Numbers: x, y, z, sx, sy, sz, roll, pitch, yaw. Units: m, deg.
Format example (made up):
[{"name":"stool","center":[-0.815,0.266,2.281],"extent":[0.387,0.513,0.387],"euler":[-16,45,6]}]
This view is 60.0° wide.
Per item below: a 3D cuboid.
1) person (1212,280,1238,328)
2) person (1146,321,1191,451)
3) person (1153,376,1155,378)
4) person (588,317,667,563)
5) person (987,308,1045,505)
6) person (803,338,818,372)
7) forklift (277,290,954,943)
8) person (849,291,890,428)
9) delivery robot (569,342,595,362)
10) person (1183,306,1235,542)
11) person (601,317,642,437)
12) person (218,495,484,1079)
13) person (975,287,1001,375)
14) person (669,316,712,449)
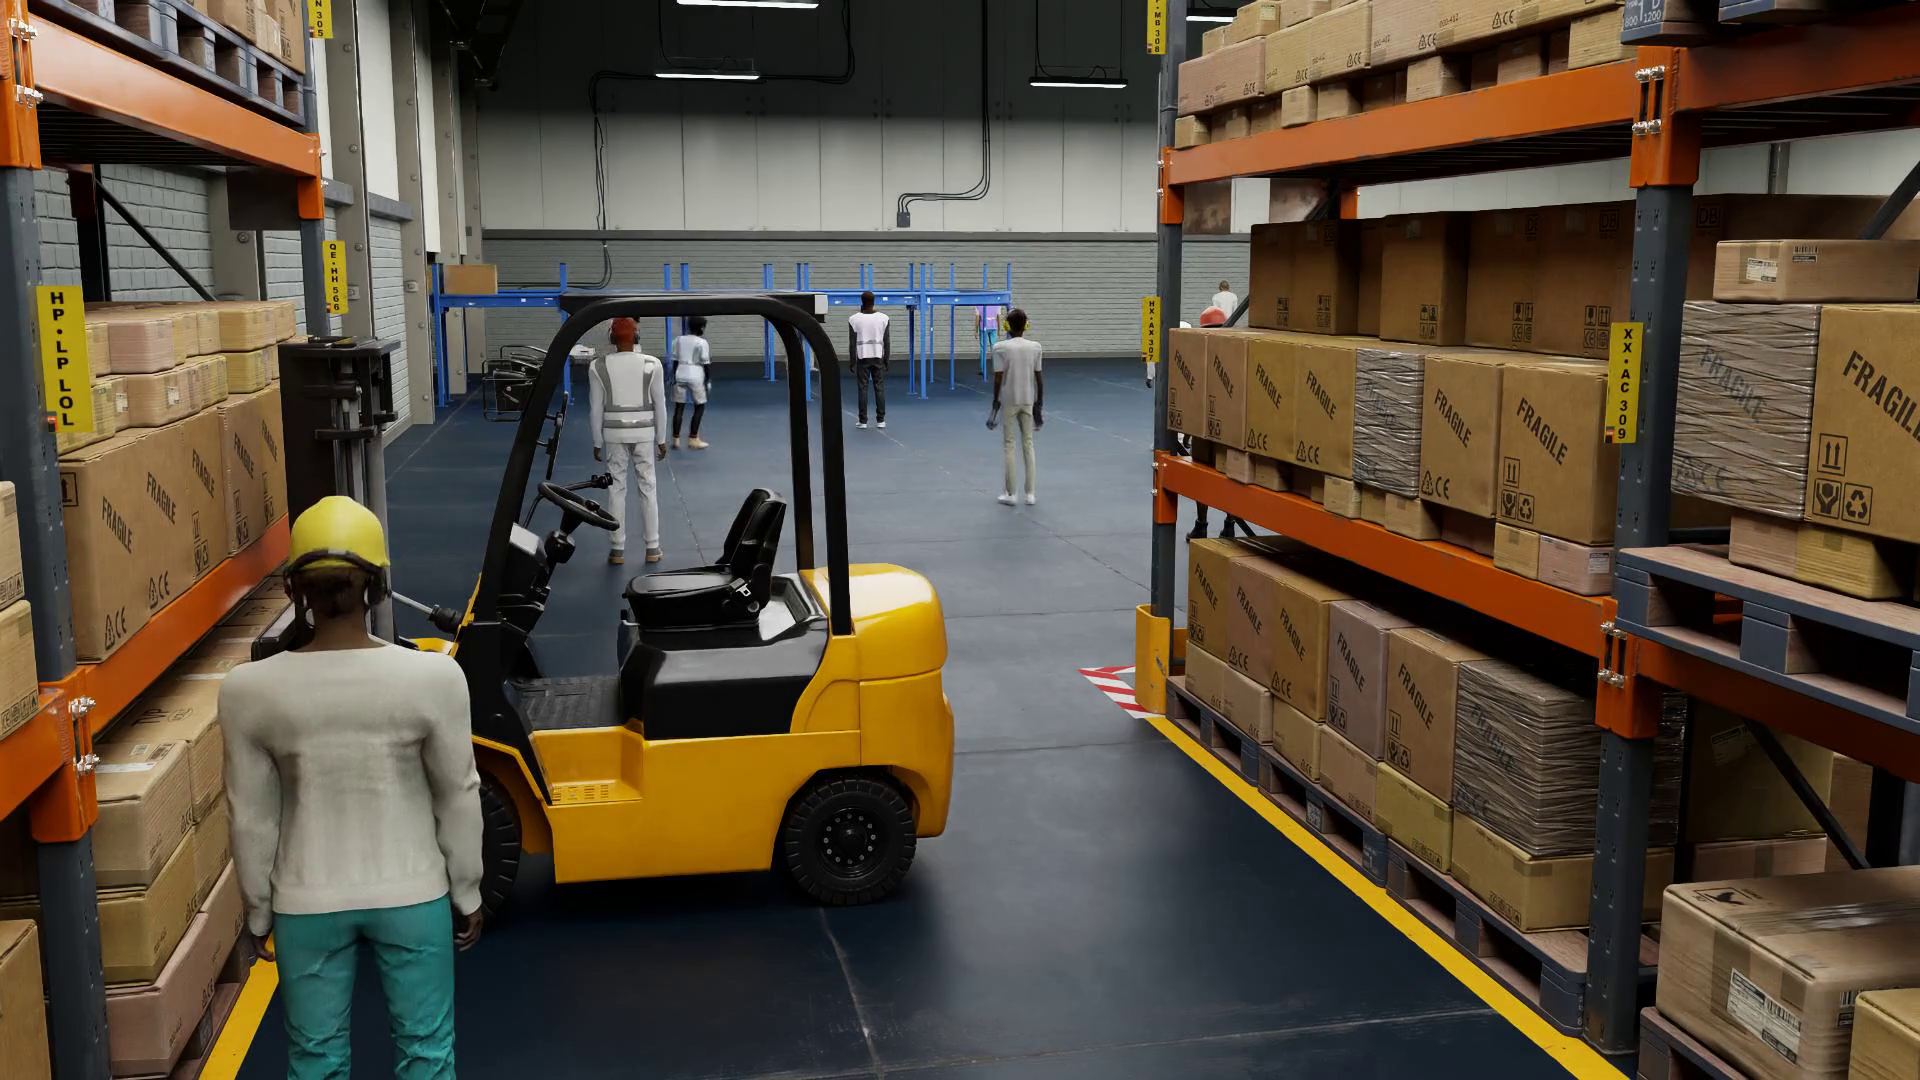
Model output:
[{"name":"person","center":[6.198,-5.118,39.061],"extent":[0.631,1.939,0.372],"euler":[-2,10,-12]},{"name":"person","center":[2.563,-2.034,20.431],"extent":[0.575,1.882,0.355],"euler":[-2,10,-12]},{"name":"person","center":[4.056,-4.074,33.752],"extent":[0.524,1.585,0.899],"euler":[-2,10,-14]},{"name":"person","center":[-2.529,-0.769,12.713],"extent":[0.575,1.883,0.355],"euler":[-2,10,-12]},{"name":"person","center":[0.543,-1.272,15.868],"extent":[0.575,1.861,0.326],"euler":[-3,10,-20]},{"name":"person","center":[-3.338,-4.465,36.043],"extent":[0.491,1.623,0.518],"euler":[1,9,5]},{"name":"forklift","center":[-1.179,0.175,6.143],"extent":[2.313,2.155,1.214],"euler":[-2,10,-12]},{"name":"person","center":[-1.271,-2.537,23.388],"extent":[0.593,1.918,0.391],"euler":[-2,10,-12]},{"name":"delivery robot","center":[-8.711,-4.290,38.060],"extent":[0.707,0.478,0.477],"euler":[-2,10,-12]},{"name":"person","center":[2.068,-0.936,13.573],"extent":[0.544,1.936,0.359],"euler":[-2,10,-12]},{"name":"person","center":[-4.277,-2.100,21.053],"extent":[0.531,1.811,0.694],"euler":[0,9,-2]},{"name":"person","center":[-1.302,0.781,3.627],"extent":[0.523,1.767,0.313],"euler":[-2,10,-12]},{"name":"person","center":[0.587,-4.389,34.897],"extent":[0.566,1.843,0.389],"euler":[-2,10,-12]},{"name":"person","center":[-3.377,-1.965,20.684],"extent":[0.609,1.664,0.385],"euler":[5,11,28]}]
